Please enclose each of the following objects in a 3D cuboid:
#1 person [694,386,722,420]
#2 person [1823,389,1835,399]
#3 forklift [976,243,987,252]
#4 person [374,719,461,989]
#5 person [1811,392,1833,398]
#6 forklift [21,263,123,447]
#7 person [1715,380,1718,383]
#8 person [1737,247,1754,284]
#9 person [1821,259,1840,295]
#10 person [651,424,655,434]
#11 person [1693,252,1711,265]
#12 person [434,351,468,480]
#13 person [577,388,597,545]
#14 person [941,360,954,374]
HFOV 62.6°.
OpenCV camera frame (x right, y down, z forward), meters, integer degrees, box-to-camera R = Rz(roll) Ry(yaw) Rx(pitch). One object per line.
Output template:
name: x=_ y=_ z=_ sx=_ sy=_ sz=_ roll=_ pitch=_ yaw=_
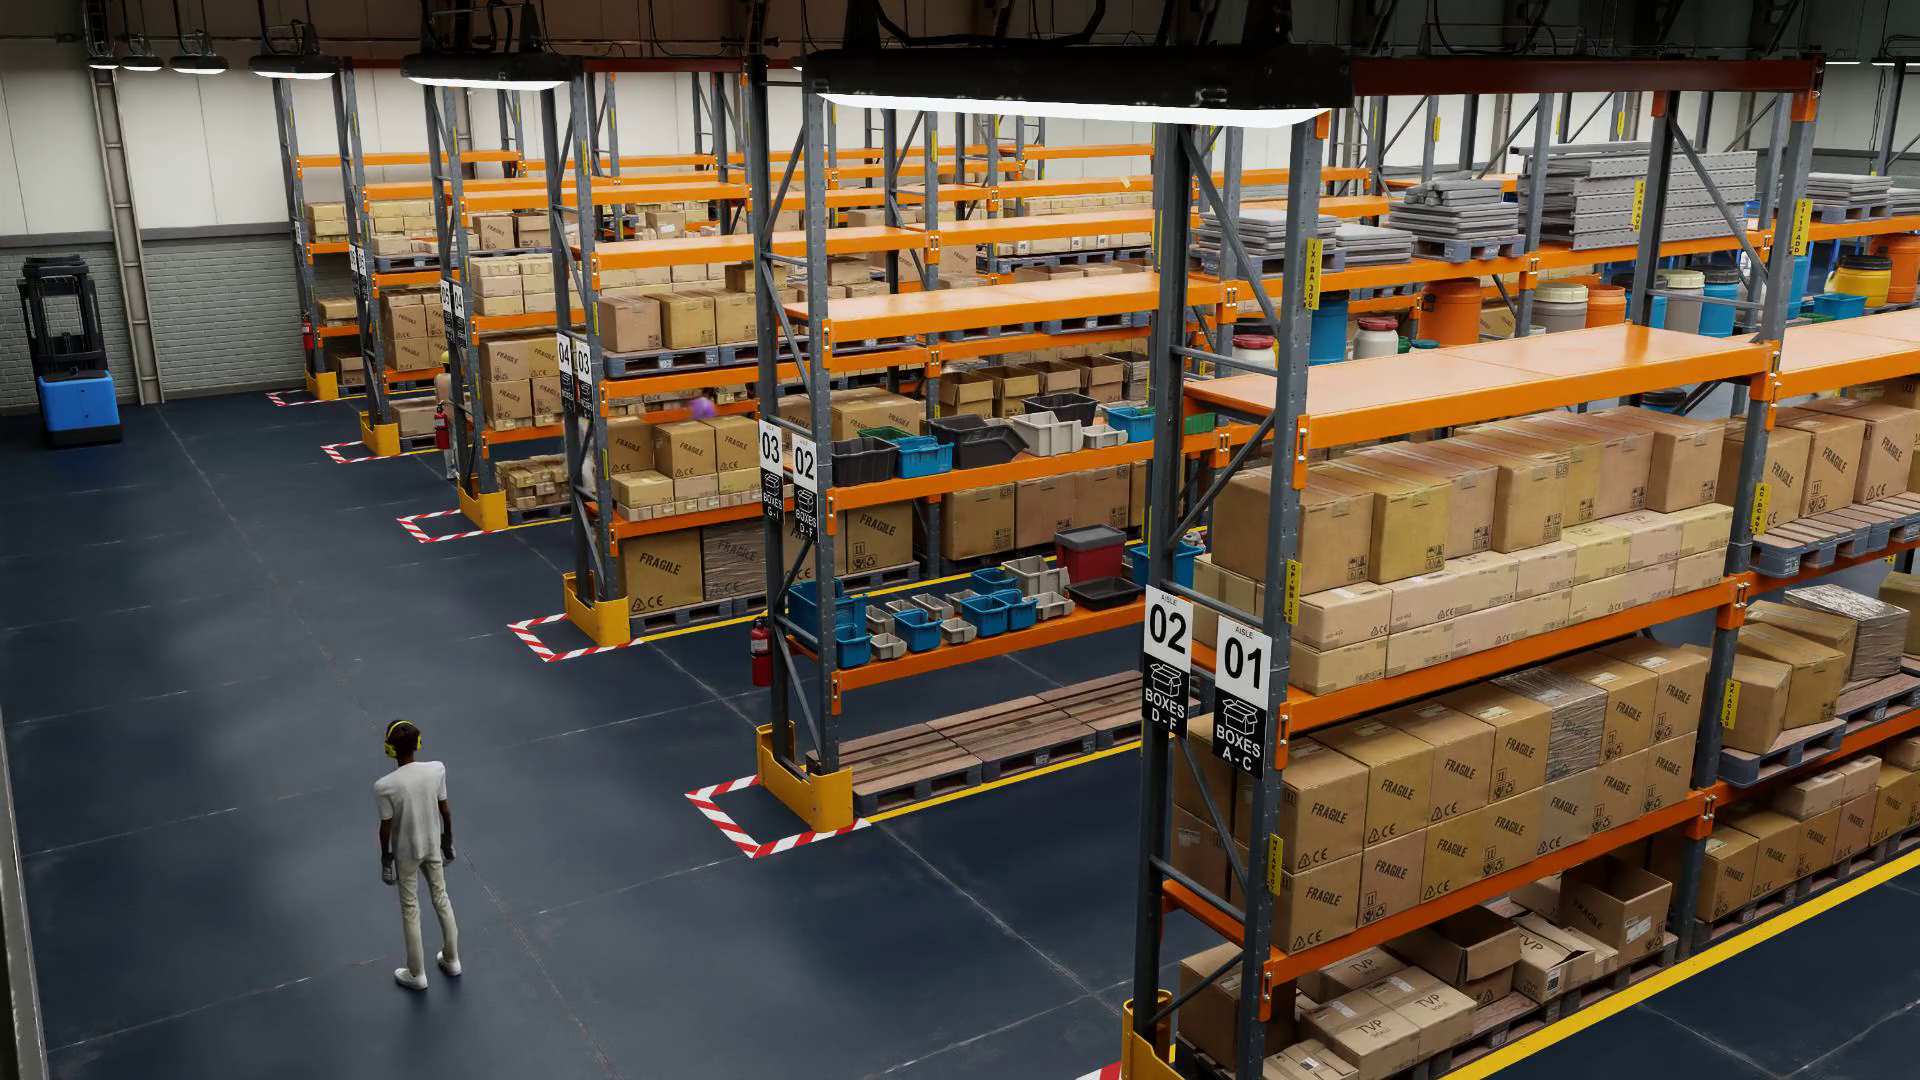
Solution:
person: x=-3.342 y=-1.323 z=21.517 sx=0.766 sy=1.907 sz=0.567 roll=-10 pitch=20 yaw=-29
person: x=14.513 y=-2.661 z=26.026 sx=0.838 sy=1.834 sz=0.554 roll=1 pitch=17 yaw=4
forklift: x=0.988 y=-5.474 z=34.718 sx=1.214 sy=2.155 sz=2.313 roll=-10 pitch=20 yaw=-31
person: x=-3.604 y=2.069 z=10.481 sx=0.317 sy=1.860 sz=0.509 roll=16 pitch=23 yaw=42
person: x=15.707 y=-3.392 z=28.515 sx=0.607 sy=1.786 sz=0.955 roll=4 pitch=17 yaw=12
forklift: x=-14.518 y=-3.079 z=25.708 sx=1.129 sy=2.768 sz=1.873 roll=-10 pitch=20 yaw=-31
person: x=14.566 y=-3.962 z=30.345 sx=0.590 sy=1.807 sz=0.650 roll=-6 pitch=18 yaw=-20
person: x=18.908 y=-6.299 z=37.789 sx=0.553 sy=1.933 sz=0.363 roll=3 pitch=17 yaw=9
person: x=19.248 y=-5.273 z=34.685 sx=0.953 sy=1.809 sz=0.621 roll=1 pitch=17 yaw=3
person: x=-5.334 y=-2.616 z=25.816 sx=0.933 sy=1.864 sz=0.679 roll=-10 pitch=20 yaw=-30
person: x=19.752 y=-7.597 z=42.233 sx=0.554 sy=1.818 sz=0.739 roll=0 pitch=17 yaw=-1
person: x=-7.402 y=-1.813 z=23.091 sx=0.587 sy=1.928 sz=0.362 roll=11 pitch=20 yaw=32
person: x=-4.685 y=-0.939 z=20.048 sx=0.571 sy=2.029 sz=0.647 roll=0 pitch=17 yaw=0
person: x=-0.223 y=-1.898 z=23.391 sx=0.598 sy=1.922 sz=0.630 roll=-11 pitch=20 yaw=-31
